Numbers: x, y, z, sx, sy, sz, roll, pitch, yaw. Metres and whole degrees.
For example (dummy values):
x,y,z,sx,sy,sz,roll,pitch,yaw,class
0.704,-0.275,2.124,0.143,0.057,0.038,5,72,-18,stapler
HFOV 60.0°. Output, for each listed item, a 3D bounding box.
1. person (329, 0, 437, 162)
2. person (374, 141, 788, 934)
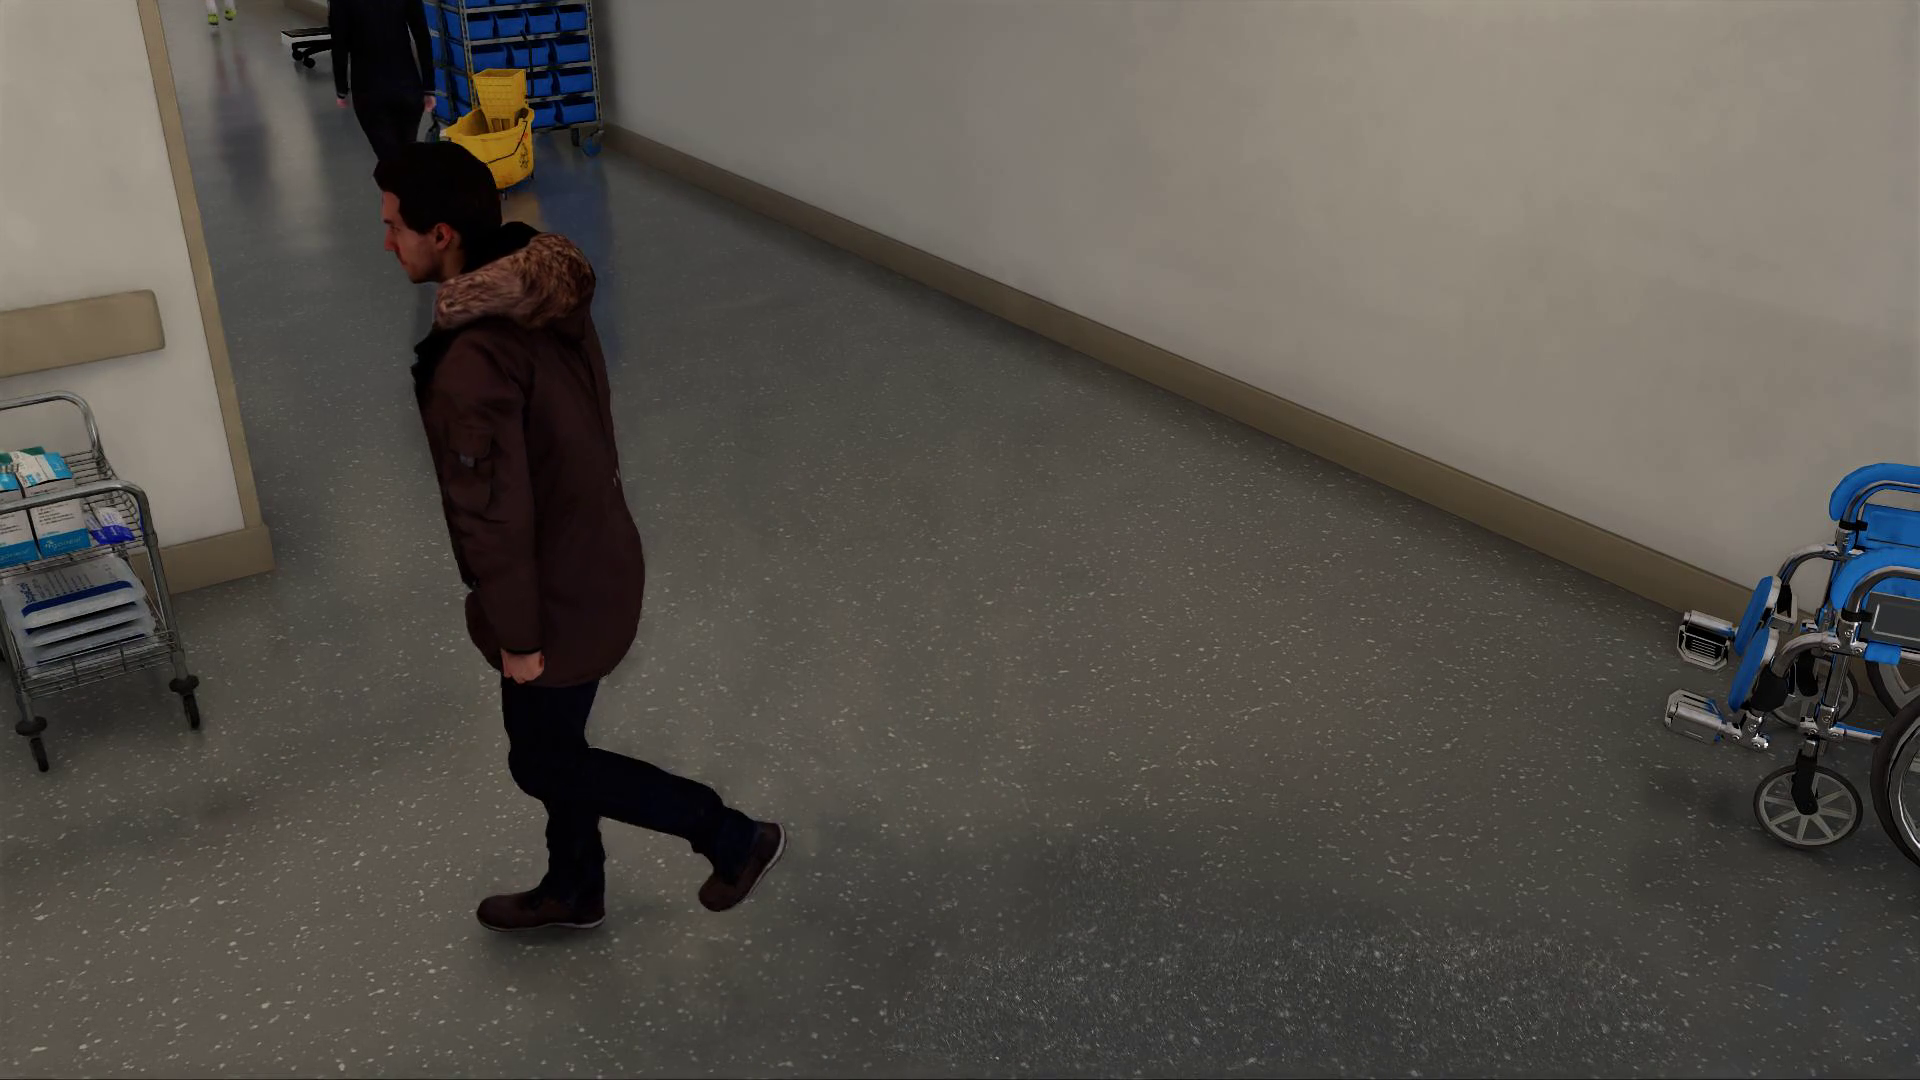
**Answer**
x,y,z,sx,sy,sz,roll,pitch,yaw,class
-2.850,-2.198,8.377,0.688,1.665,0.668,-18,31,-32,person
-0.748,0.090,3.468,1.132,1.807,1.031,-1,26,-2,person
